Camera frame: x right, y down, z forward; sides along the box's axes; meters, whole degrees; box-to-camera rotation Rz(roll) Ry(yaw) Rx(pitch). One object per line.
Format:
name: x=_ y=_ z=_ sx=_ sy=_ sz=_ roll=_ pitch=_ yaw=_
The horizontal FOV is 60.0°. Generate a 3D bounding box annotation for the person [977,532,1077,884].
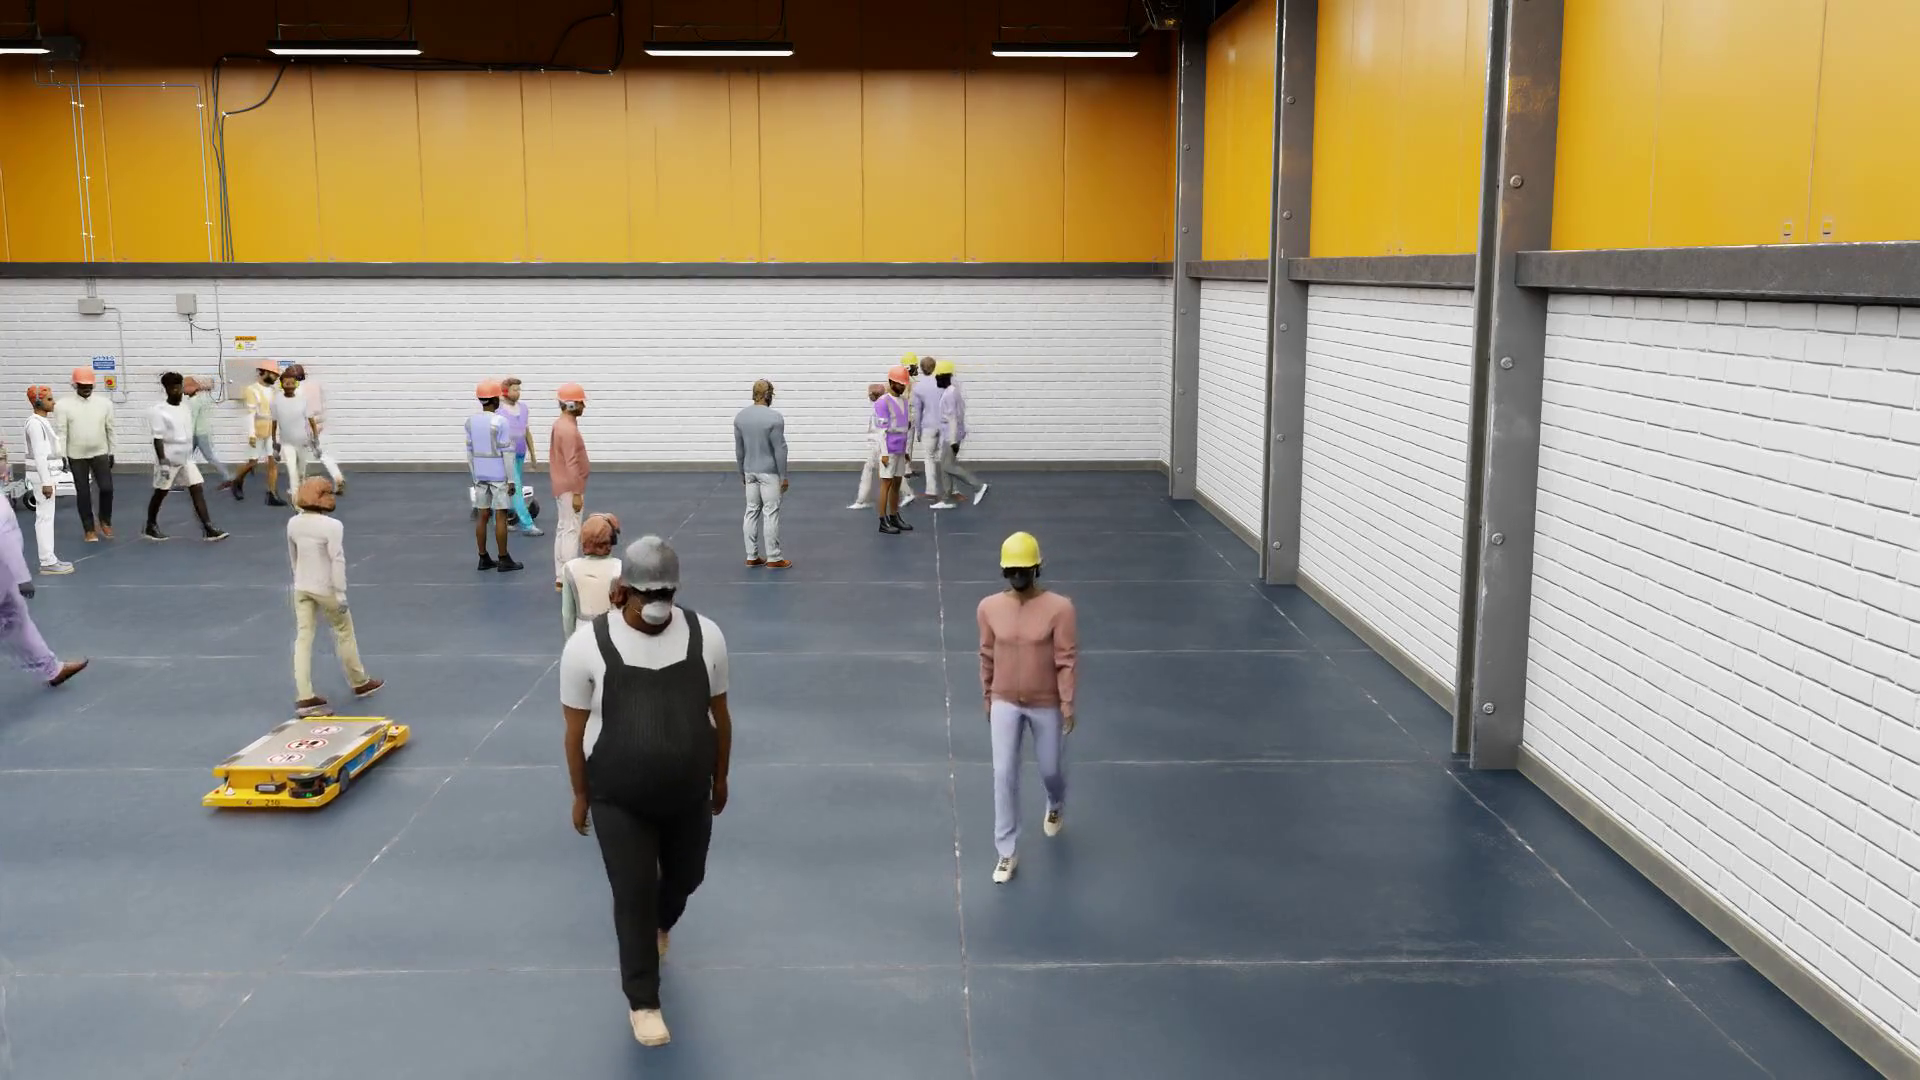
person: x=0.357 y=0.798 z=8.471 sx=0.522 sy=1.743 sz=0.766 roll=2 pitch=10 yaw=13

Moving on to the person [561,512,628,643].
person: x=-2.051 y=0.656 z=9.620 sx=0.514 sy=1.645 sz=0.307 roll=2 pitch=10 yaw=14

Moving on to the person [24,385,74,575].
person: x=-9.108 y=-0.599 z=16.580 sx=0.355 sy=1.883 sz=0.573 roll=-5 pitch=10 yaw=-27

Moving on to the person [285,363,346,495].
person: x=-8.666 y=-1.467 z=22.191 sx=0.883 sy=1.794 sz=0.643 roll=4 pitch=10 yaw=23

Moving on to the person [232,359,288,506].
person: x=-9.039 y=-1.384 z=21.404 sx=0.874 sy=1.880 sz=0.592 roll=5 pitch=10 yaw=28

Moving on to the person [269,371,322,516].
person: x=-8.121 y=-1.169 z=20.326 sx=0.542 sy=1.816 sz=1.028 roll=-5 pitch=11 yaw=-30

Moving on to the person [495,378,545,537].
person: x=-5.068 y=-0.945 z=18.966 sx=0.885 sy=1.799 sz=0.590 roll=5 pitch=10 yaw=27

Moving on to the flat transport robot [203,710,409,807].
flat transport robot: x=-3.871 y=1.288 z=9.937 sx=0.652 sy=0.197 sz=1.431 roll=0 pitch=9 yaw=2

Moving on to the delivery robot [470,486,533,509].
delivery robot: x=-5.502 y=-0.535 z=19.961 sx=0.707 sy=0.478 sz=0.477 roll=2 pitch=9 yaw=15

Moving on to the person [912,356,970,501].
person: x=-0.234 y=-1.441 z=21.736 sx=0.781 sy=1.904 sz=0.358 roll=0 pitch=9 yaw=1

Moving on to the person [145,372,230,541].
person: x=-8.695 y=-0.916 z=18.463 sx=1.041 sy=1.908 sz=0.603 roll=3 pitch=10 yaw=19

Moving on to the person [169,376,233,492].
person: x=-10.375 y=-1.436 z=22.639 sx=0.889 sy=1.583 sz=0.507 roll=-5 pitch=11 yaw=-28

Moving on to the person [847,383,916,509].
person: x=-0.978 y=-1.185 z=21.059 sx=0.850 sy=1.607 sz=0.524 roll=0 pitch=9 yaw=2

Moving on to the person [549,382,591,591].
person: x=-3.609 y=-0.478 z=15.500 sx=0.401 sy=1.990 sz=0.622 roll=-4 pitch=10 yaw=-24

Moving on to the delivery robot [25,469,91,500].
delivery robot: x=-11.419 y=-0.717 z=21.080 sx=0.707 sy=0.478 sz=0.477 roll=-3 pitch=10 yaw=-15

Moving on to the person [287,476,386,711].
person: x=-4.380 y=0.347 z=11.597 sx=0.523 sy=1.600 sz=0.752 roll=4 pitch=10 yaw=22

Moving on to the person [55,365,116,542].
person: x=-9.682 y=-0.950 z=18.456 sx=0.609 sy=1.969 sz=0.463 roll=-6 pitch=11 yaw=-34

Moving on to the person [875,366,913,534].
person: x=-0.736 y=-1.041 z=19.152 sx=0.382 sy=1.928 sz=0.543 roll=6 pitch=11 yaw=31

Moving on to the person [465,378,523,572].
person: x=-4.685 y=-0.647 z=16.695 sx=0.545 sy=1.942 sz=0.353 roll=4 pitch=10 yaw=24

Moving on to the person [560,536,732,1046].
person: x=-1.274 y=0.919 z=6.790 sx=0.681 sy=2.000 sz=0.859 roll=-4 pitch=10 yaw=-24

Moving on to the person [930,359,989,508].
person: x=-0.034 y=-1.322 z=20.963 sx=0.658 sy=1.909 sz=0.597 roll=-1 pitch=9 yaw=-3

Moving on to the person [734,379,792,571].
person: x=-1.985 y=-0.657 z=16.780 sx=0.627 sy=1.935 sz=0.371 roll=6 pitch=11 yaw=33

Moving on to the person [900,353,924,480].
person: x=-0.721 y=-1.787 z=24.016 sx=0.404 sy=1.832 sz=0.597 roll=1 pitch=9 yaw=3

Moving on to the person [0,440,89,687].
person: x=-6.706 y=0.211 z=11.693 sx=0.990 sy=1.852 sz=0.677 roll=-8 pitch=12 yaw=-41
